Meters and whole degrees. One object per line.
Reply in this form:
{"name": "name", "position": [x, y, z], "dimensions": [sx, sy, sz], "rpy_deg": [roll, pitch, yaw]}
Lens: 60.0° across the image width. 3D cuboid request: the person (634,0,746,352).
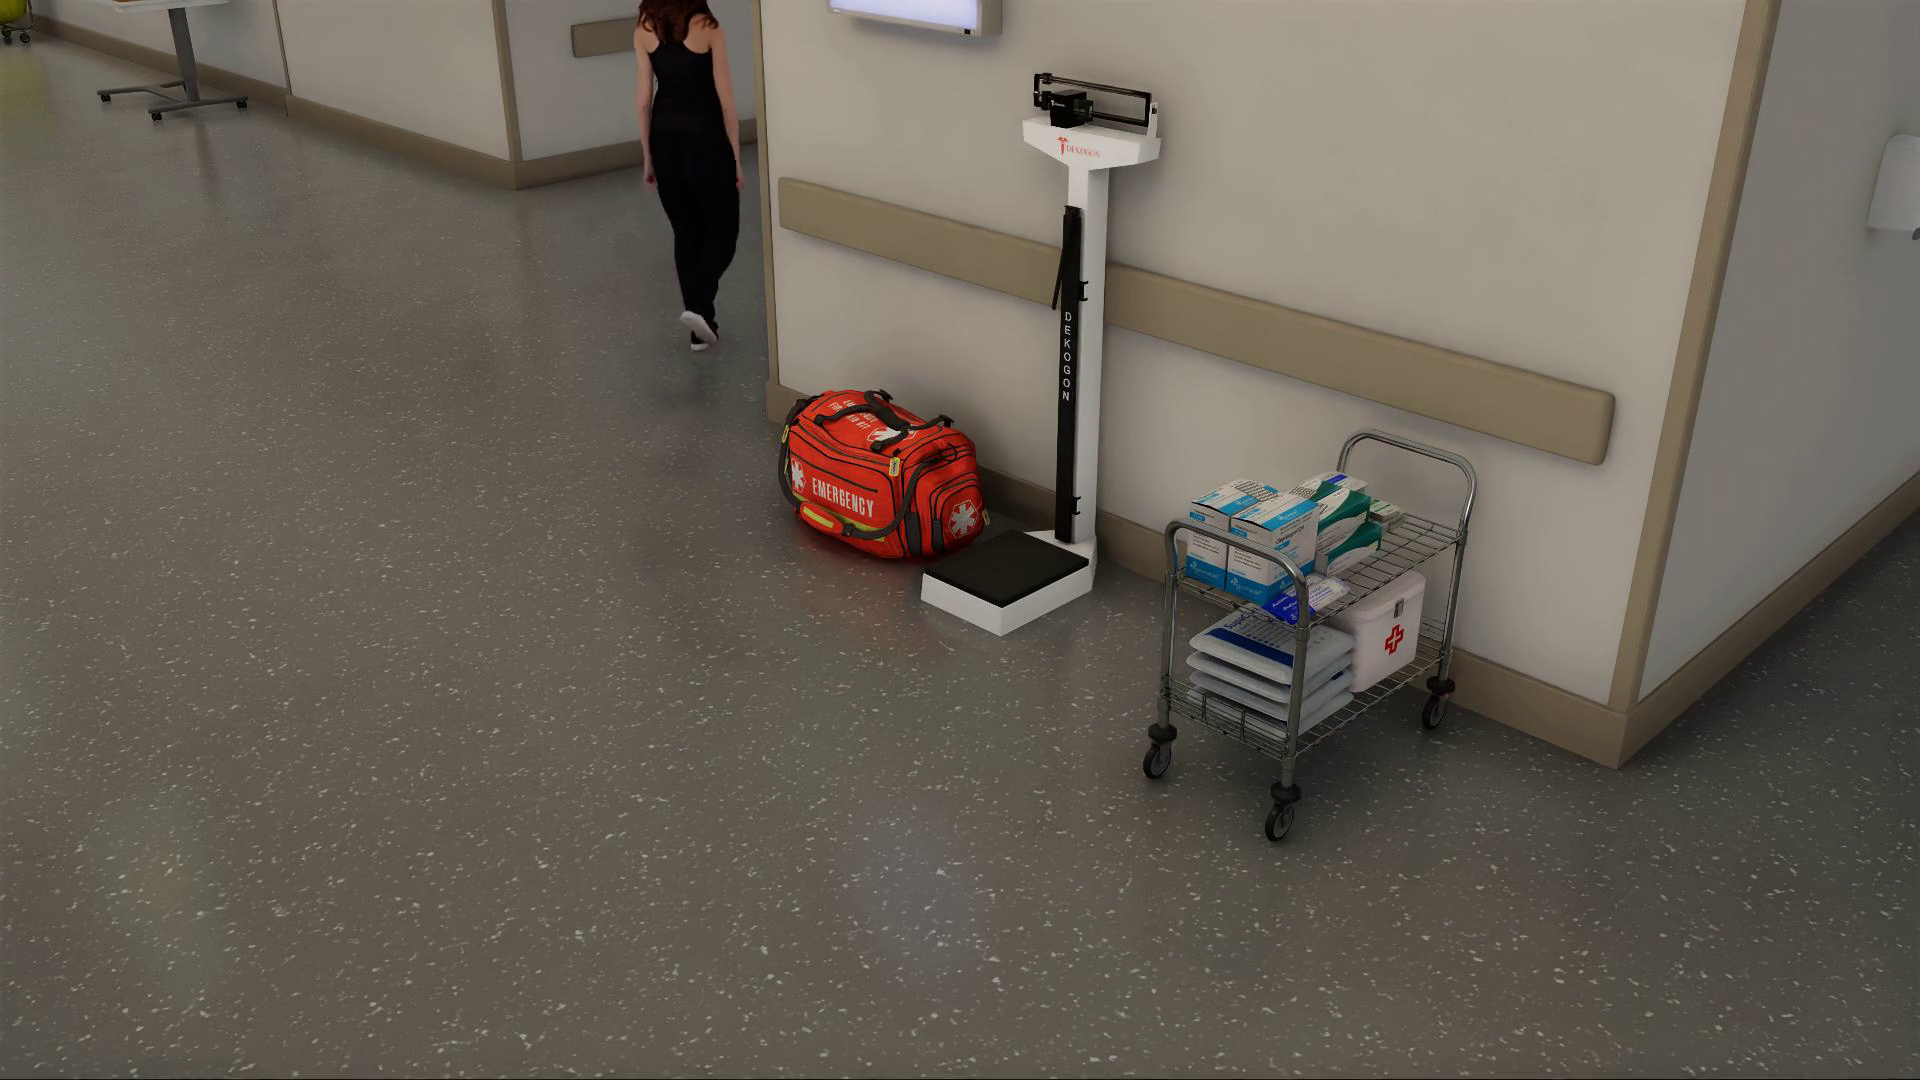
{"name": "person", "position": [-1.143, -1.588, 6.909], "dimensions": [0.866, 1.739, 0.901], "rpy_deg": [3, 26, 7]}
